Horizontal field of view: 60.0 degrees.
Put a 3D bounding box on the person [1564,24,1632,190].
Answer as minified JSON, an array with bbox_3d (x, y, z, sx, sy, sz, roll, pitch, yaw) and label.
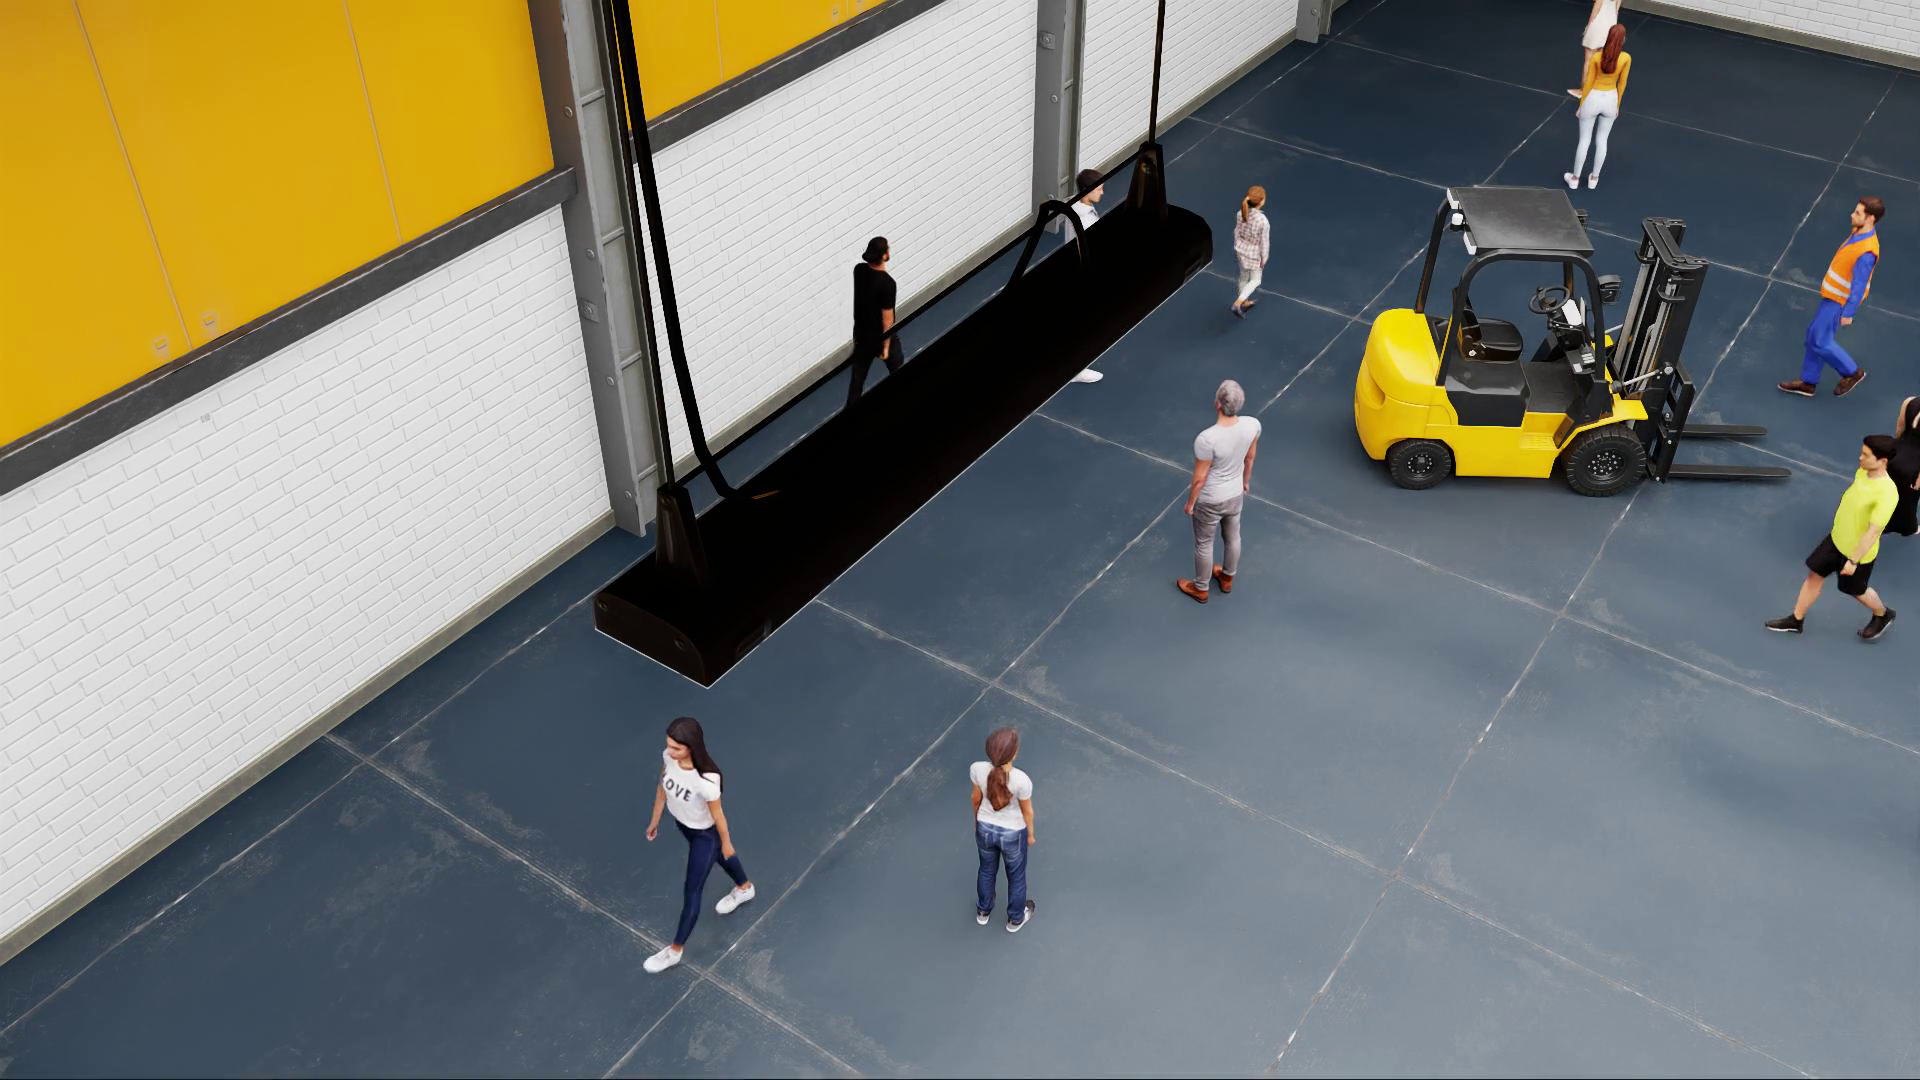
[{"bbox_3d":[6.556,-4.440,17.048,0.665,1.750,0.688,5,39,6],"label":"person"}]

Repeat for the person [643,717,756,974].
[{"bbox_3d":[-1.413,1.607,9.494,1.147,1.729,0.789,-28,47,-31],"label":"person"}]

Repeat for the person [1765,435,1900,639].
[{"bbox_3d":[6.278,0.014,11.534,1.126,1.672,1.123,-3,39,-3],"label":"person"}]

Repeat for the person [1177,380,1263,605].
[{"bbox_3d":[1.854,-0.337,11.846,0.670,1.832,0.833,-19,42,-22],"label":"person"}]

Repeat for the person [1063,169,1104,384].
[{"bbox_3d":[1.018,-2.258,14.173,0.825,1.931,0.770,-7,39,-9],"label":"person"}]

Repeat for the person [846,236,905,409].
[{"bbox_3d":[-0.756,-1.623,13.558,0.673,1.706,1.143,26,46,29],"label":"person"}]

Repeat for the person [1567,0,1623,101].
[{"bbox_3d":[7.284,-5.846,18.841,0.616,1.712,0.705,-15,41,-18],"label":"person"}]

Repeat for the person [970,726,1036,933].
[{"bbox_3d":[0.244,1.656,9.568,0.579,1.560,0.582,14,41,17],"label":"person"}]

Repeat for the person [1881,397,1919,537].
[{"bbox_3d":[6.903,-0.523,12.298,1.115,1.558,0.943,-15,41,-18],"label":"person"}]

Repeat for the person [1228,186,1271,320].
[{"bbox_3d":[2.597,-2.592,15.093,0.767,1.303,0.609,-32,48,-33],"label":"person"}]

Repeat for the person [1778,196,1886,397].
[{"bbox_3d":[7.450,-1.991,13.904,0.908,1.849,0.906,9,39,11],"label":"person"}]
